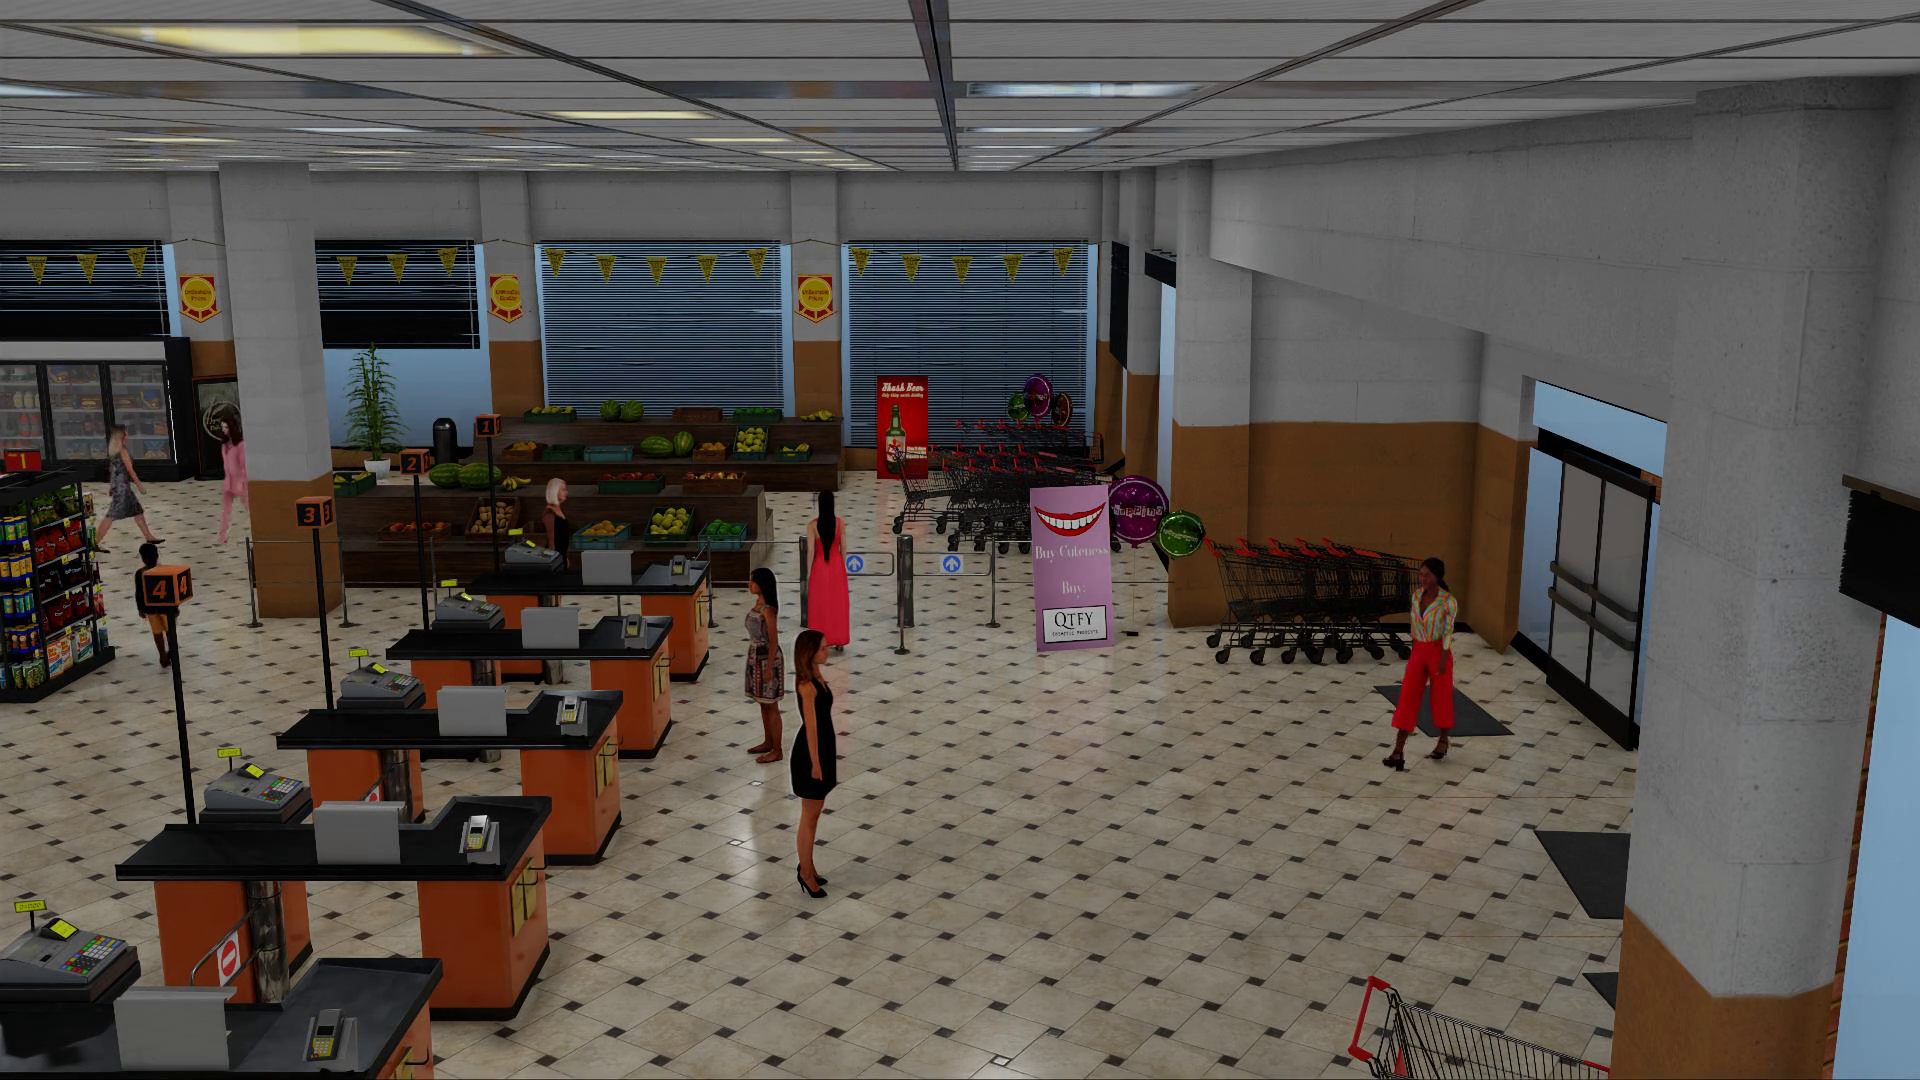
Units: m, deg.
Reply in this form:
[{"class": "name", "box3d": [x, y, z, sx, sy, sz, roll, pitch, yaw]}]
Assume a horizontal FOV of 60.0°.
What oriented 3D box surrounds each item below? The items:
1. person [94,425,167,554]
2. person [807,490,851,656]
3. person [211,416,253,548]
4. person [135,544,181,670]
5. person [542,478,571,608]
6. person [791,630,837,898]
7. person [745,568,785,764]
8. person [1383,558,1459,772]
[{"class": "person", "box3d": [-11.033, -0.612, 21.675, 1.194, 1.649, 1.089, -10, 16, -40]}, {"class": "person", "box3d": [-1.351, 0.332, 17.004, 0.627, 1.727, 0.752, -4, 13, -20]}, {"class": "person", "box3d": [-9.555, -0.769, 22.203, 1.156, 1.739, 1.035, 6, 13, 26]}, {"class": "person", "box3d": [-7.980, 0.669, 16.552, 0.662, 1.254, 0.721, -5, 13, -24]}, {"class": "person", "box3d": [-4.279, 0.206, 17.567, 0.526, 1.742, 0.585, 1, 12, 3]}, {"class": "person", "box3d": [-0.986, 1.497, 11.211, 0.507, 1.834, 0.572, 0, 12, 0]}, {"class": "person", "box3d": [-1.622, 1.030, 13.891, 0.662, 1.645, 0.716, -5, 13, -21]}, {"class": "person", "box3d": [3.922, 1.028, 13.664, 1.076, 1.742, 1.134, 11, 16, 43]}]
